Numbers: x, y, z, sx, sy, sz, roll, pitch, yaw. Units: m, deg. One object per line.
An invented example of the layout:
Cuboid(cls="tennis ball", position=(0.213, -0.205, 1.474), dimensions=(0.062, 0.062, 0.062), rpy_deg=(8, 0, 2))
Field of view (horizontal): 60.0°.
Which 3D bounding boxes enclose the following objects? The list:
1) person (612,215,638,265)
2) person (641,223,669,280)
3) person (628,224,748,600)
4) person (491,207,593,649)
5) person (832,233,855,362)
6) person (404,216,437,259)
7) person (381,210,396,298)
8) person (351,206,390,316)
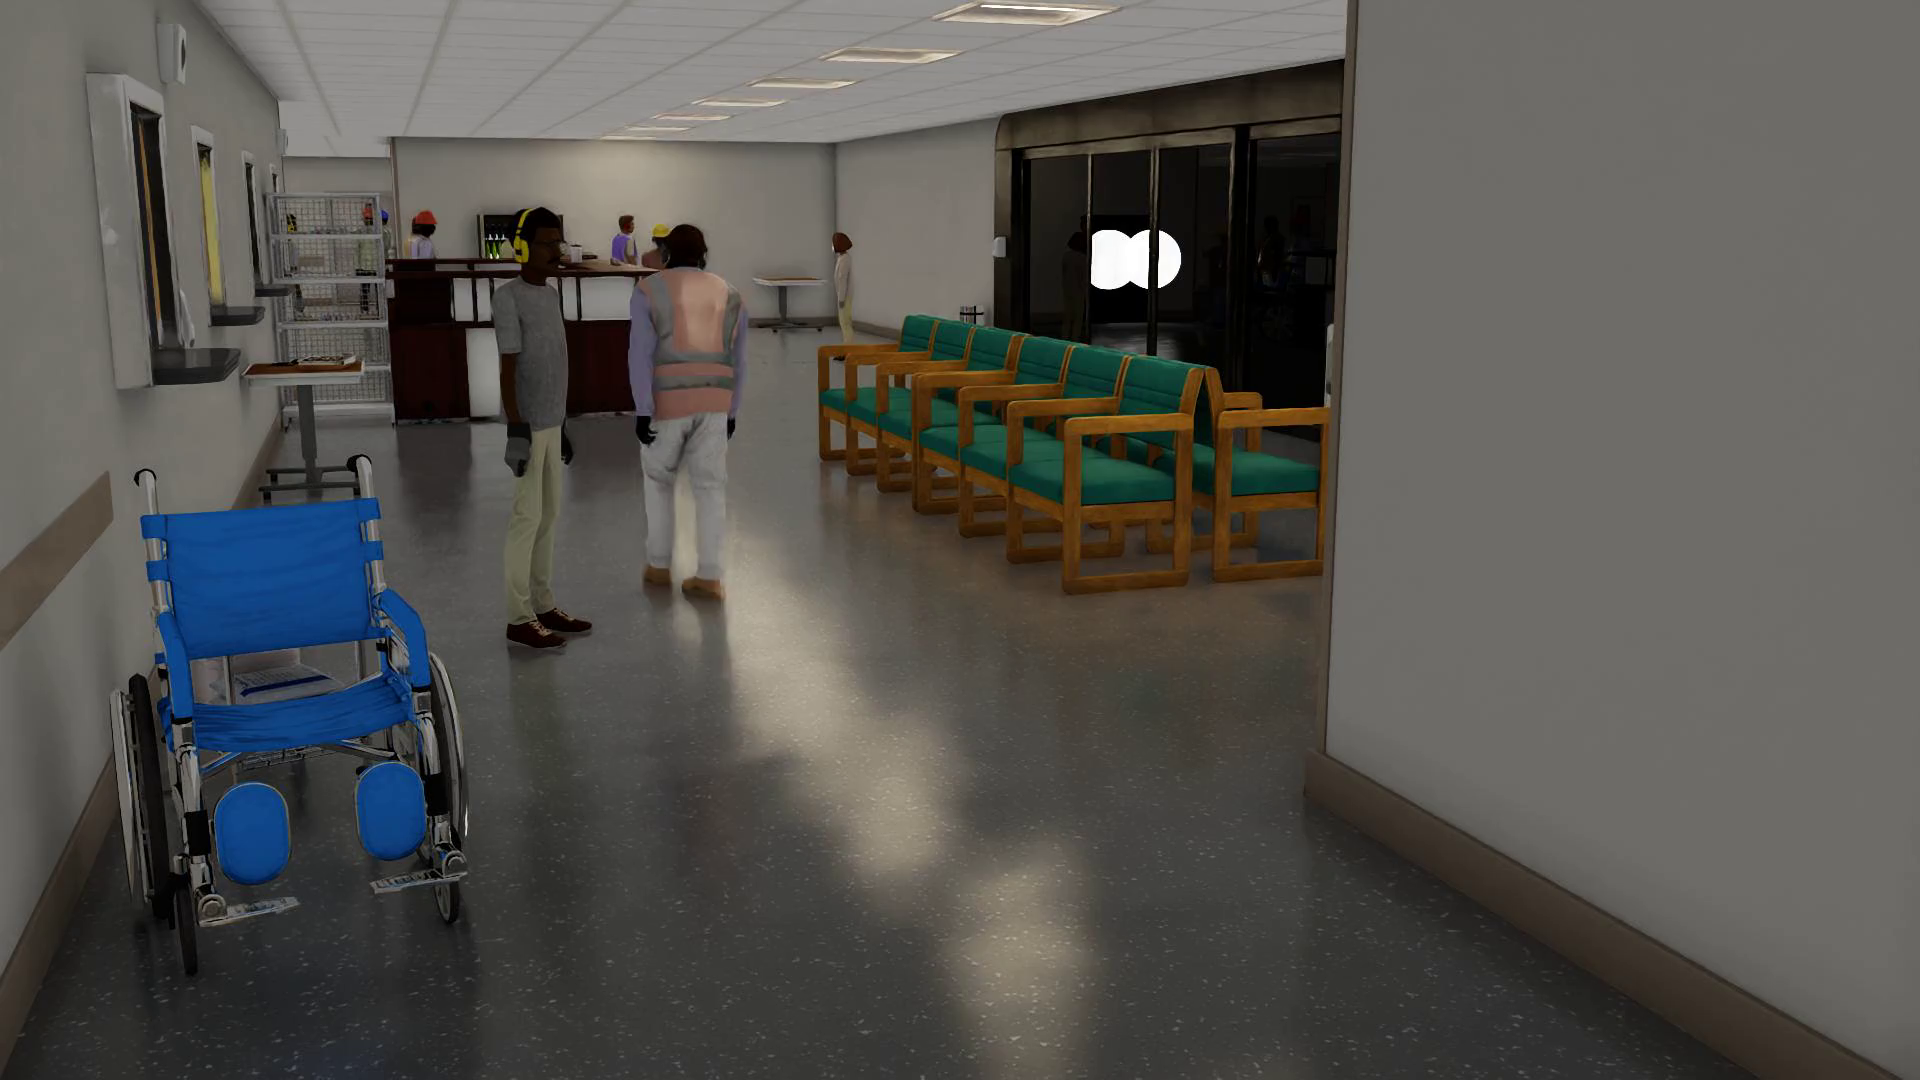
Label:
Cuboid(cls="person", position=(-4.956, -3.873, 24.619), dimensions=(0.395, 1.847, 0.564), rpy_deg=(-8, 14, -37))
Cuboid(cls="person", position=(-3.608, -2.979, 20.283), dimensions=(0.535, 1.752, 0.593), rpy_deg=(0, 11, 0))
Cuboid(cls="person", position=(-1.342, -0.633, 8.145), dimensions=(0.657, 1.787, 0.790), rpy_deg=(-7, 13, -30))
Cuboid(cls="person", position=(-1.807, -0.479, 7.148), dimensions=(0.310, 1.868, 0.534), rpy_deg=(2, 11, 10))
Cuboid(cls="person", position=(-1.487, -3.091, 21.189), dimensions=(0.286, 1.627, 0.504), rpy_deg=(0, 11, 0))
Cuboid(cls="person", position=(-7.425, -3.549, 22.982), dimensions=(0.429, 1.839, 0.627), rpy_deg=(-7, 13, -32))
Cuboid(cls="person", position=(-11.369, -5.543, 32.929), dimensions=(0.386, 1.948, 0.601), rpy_deg=(-2, 11, -9))
Cuboid(cls="person", position=(-9.808, -4.548, 27.708), dimensions=(0.616, 1.993, 0.393), rpy_deg=(-10, 15, -41))
